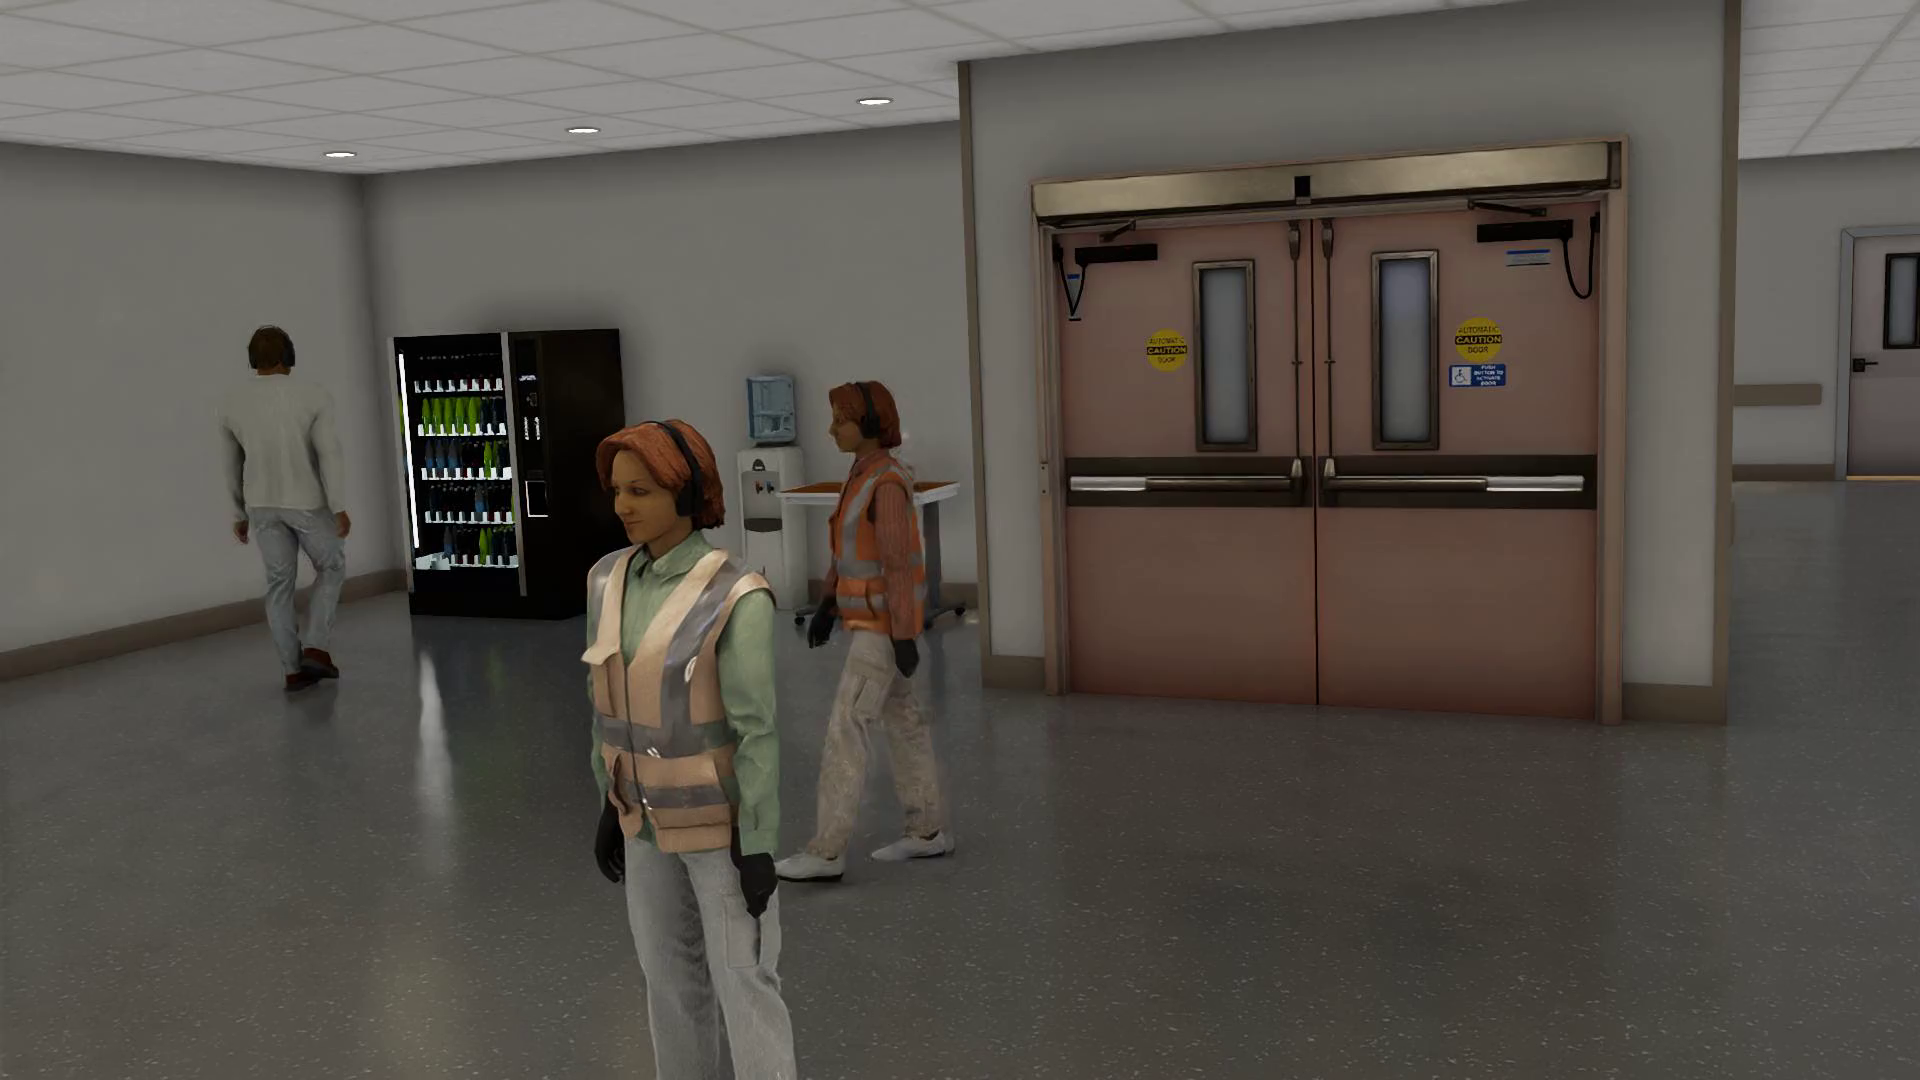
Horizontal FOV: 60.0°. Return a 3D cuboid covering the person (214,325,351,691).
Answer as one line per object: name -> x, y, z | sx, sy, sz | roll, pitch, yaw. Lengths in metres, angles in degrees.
person -> -3.540, -0.165, 8.780 | 0.663, 1.924, 0.437 | -3, 7, -2

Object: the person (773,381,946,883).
person -> -0.382, 0.301, 5.430 | 0.685, 1.616, 0.523 | -3, 7, -9

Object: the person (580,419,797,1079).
person -> -0.530, 0.576, 3.292 | 0.507, 1.629, 0.315 | 4, 10, 41
